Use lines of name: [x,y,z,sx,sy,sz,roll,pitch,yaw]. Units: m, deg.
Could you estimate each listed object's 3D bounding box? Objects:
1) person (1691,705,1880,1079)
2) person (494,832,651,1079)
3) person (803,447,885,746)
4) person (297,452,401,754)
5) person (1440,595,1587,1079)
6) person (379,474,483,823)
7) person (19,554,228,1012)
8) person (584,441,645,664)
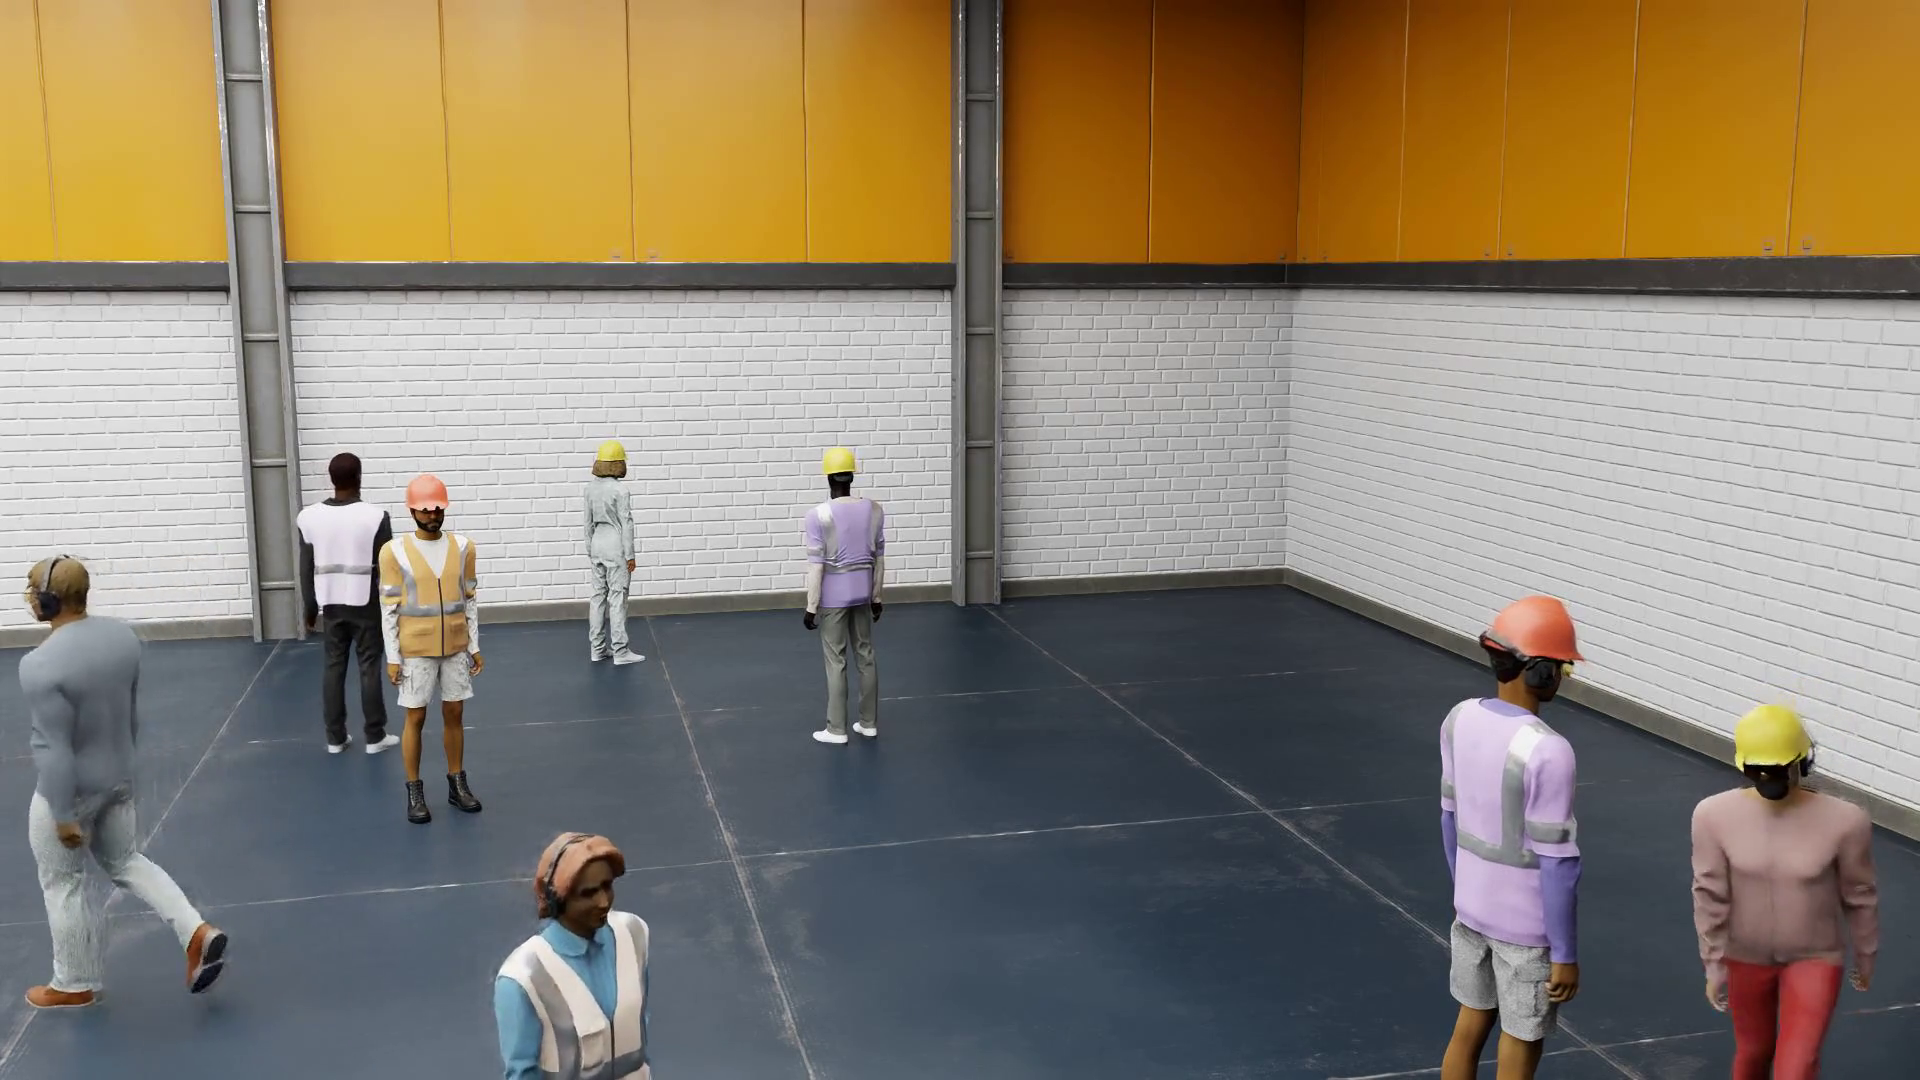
person: [2.647,1.332,5.368,0.539,1.705,0.764,6,11,32]
person: [-0.955,1.547,4.283,0.372,1.627,0.519,7,12,39]
person: [-0.759,0.362,10.744,0.594,1.922,0.377,-7,12,-38]
person: [-3.841,0.406,10.490,0.599,1.916,0.381,1,9,4]
person: [1.762,1.180,5.280,0.377,2.041,0.607,-3,10,-18]
person: [-2.924,0.593,9.260,0.551,1.937,0.357,-7,12,-38]
person: [-3.466,1.001,6.762,0.771,1.921,0.624,2,9,12]
person: [-2.710,0.094,12.982,0.492,1.742,0.320,6,11,34]
